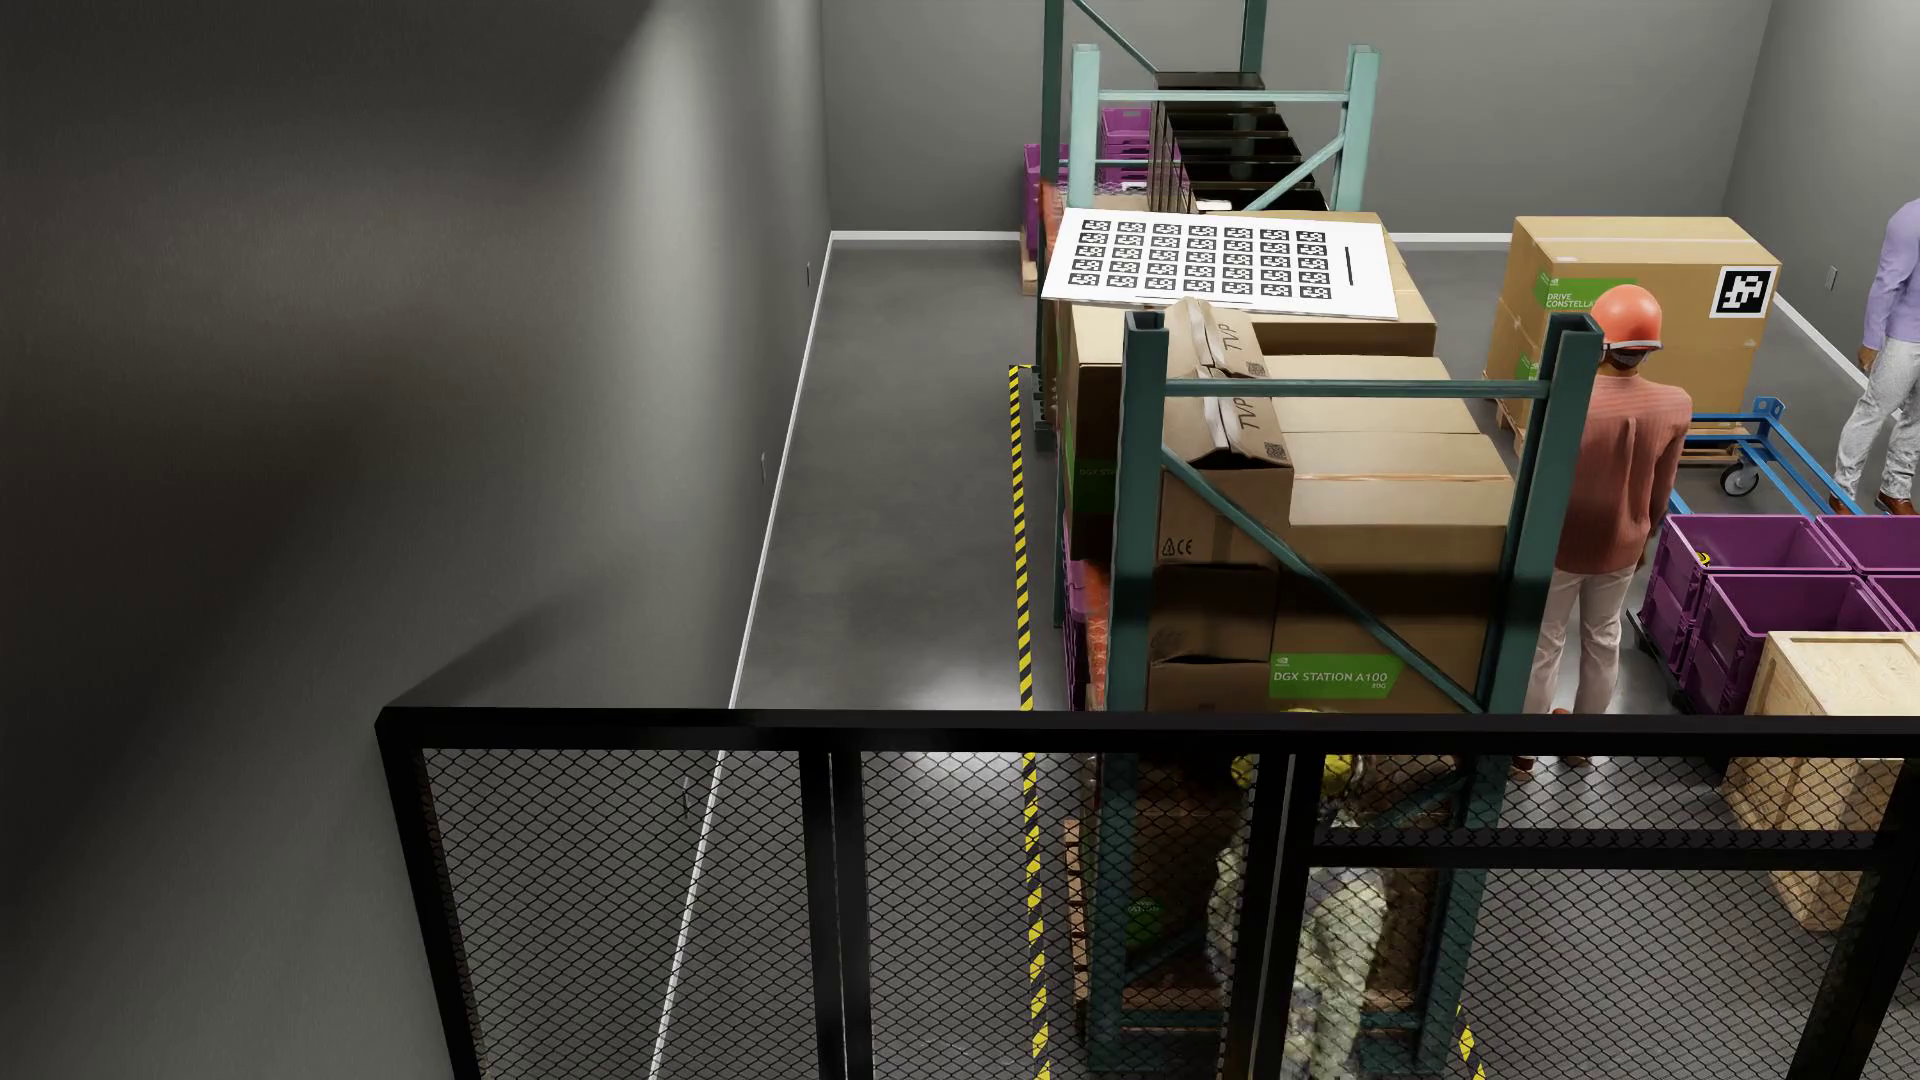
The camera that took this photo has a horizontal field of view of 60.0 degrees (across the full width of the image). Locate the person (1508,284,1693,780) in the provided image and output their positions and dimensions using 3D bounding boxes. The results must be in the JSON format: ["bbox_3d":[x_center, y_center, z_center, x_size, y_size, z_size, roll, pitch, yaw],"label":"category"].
[{"bbox_3d":[2.297,0.005,6.152,0.608,1.996,0.382,-7,32,-11],"label":"person"}]

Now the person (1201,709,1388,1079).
[{"bbox_3d":[0.908,1.165,4.410,0.734,1.807,0.595,-6,32,-10],"label":"person"}]

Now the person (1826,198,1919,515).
[{"bbox_3d":[4.523,-0.942,7.780,0.636,1.939,0.364,-1,31,-2],"label":"person"}]
